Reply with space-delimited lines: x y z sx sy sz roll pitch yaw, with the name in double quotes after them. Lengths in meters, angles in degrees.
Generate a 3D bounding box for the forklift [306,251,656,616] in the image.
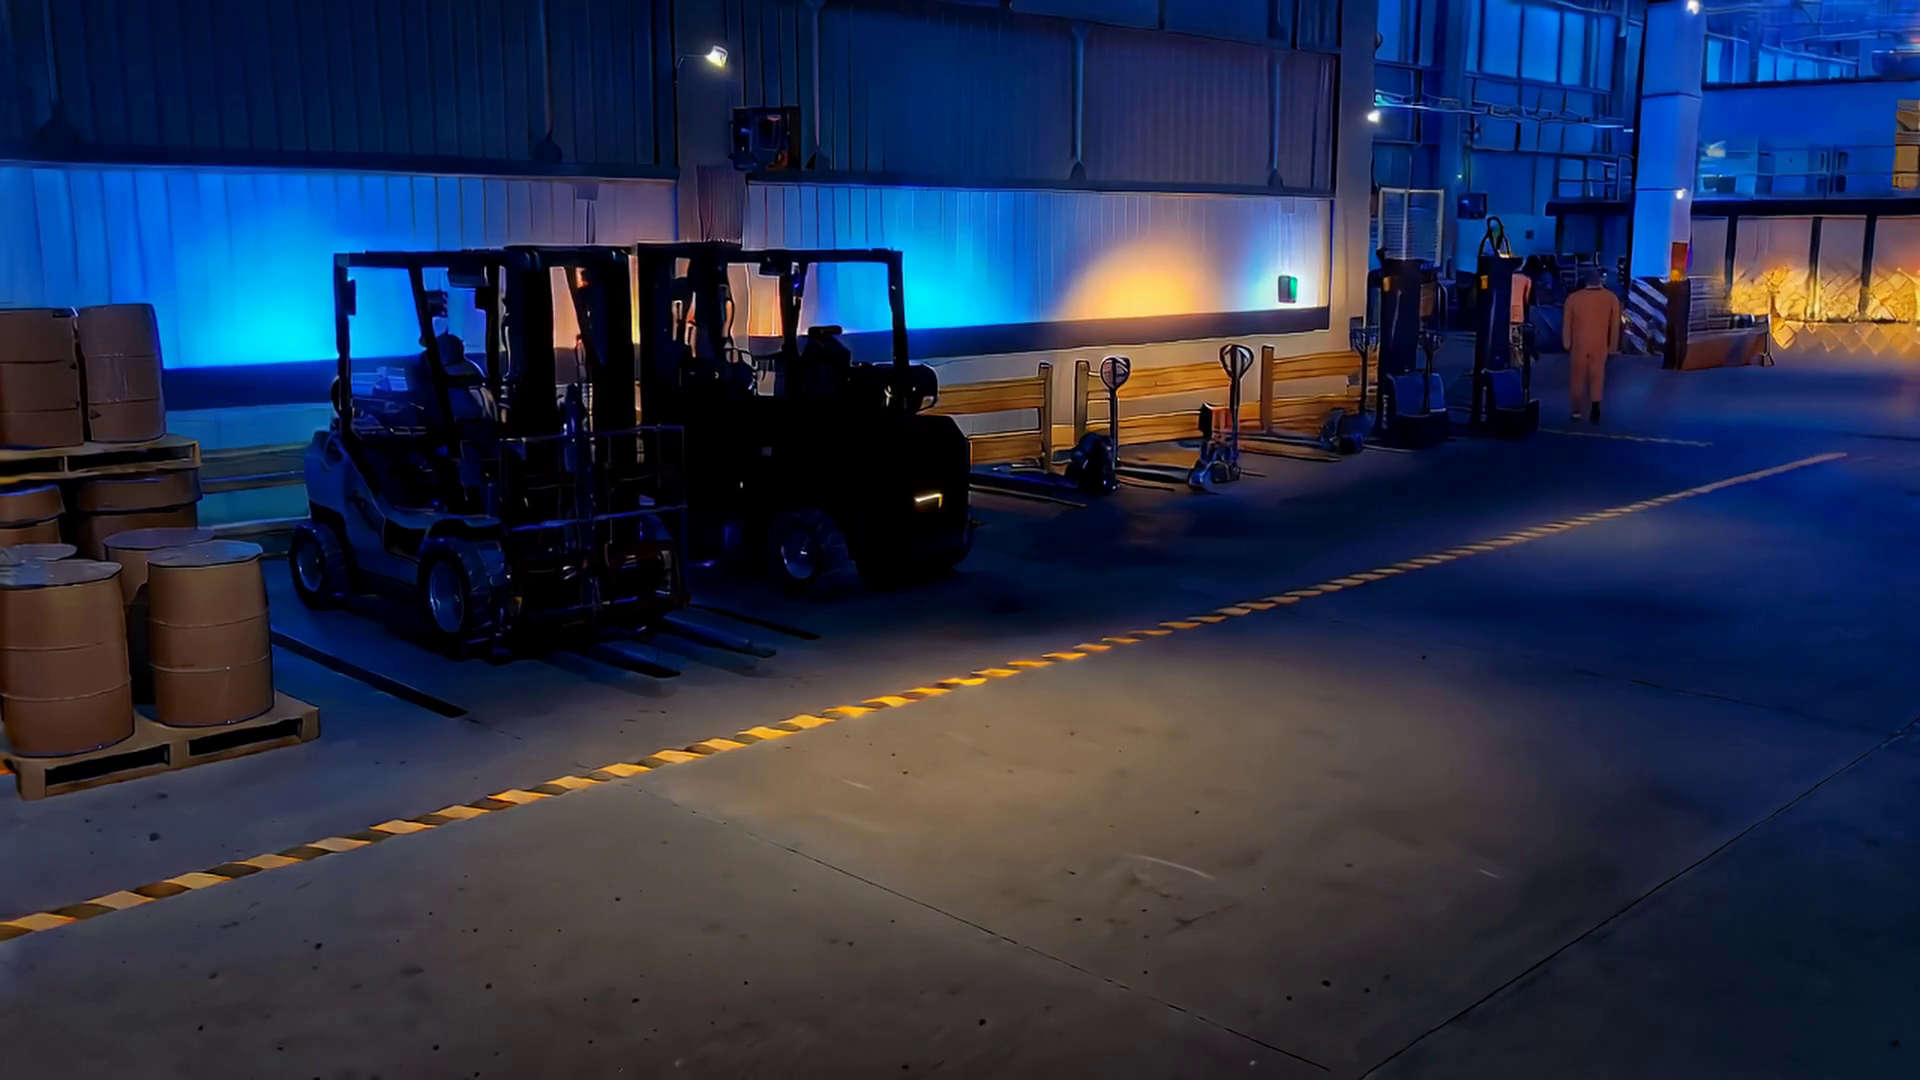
-2.833 -0.669 9.694 1.157 1.987 2.680 -10 14 -44 "forklift"

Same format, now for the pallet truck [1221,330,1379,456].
3.563 -1.581 17.381 0.653 1.274 1.630 -10 14 -44 "pallet truck"

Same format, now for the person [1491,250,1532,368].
7.900 -3.149 23.960 0.601 2.036 0.417 -3 11 -15 "person"

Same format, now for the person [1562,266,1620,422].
7.640 -2.375 20.165 0.653 1.879 0.888 3 11 16 "person"

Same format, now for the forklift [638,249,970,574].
-1.173 -0.958 11.239 2.680 1.987 1.157 10 14 43 "forklift"

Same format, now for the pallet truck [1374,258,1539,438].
5.704 -2.208 18.901 1.885 1.965 0.823 10 14 43 "pallet truck"

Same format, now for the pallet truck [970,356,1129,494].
0.784 -1.085 14.876 0.680 1.201 1.601 -10 14 -44 "pallet truck"

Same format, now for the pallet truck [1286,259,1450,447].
4.493 -2.078 18.196 0.823 1.965 1.885 -9 14 -40 "pallet truck"

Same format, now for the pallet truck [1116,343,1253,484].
1.962 -1.215 15.415 1.522 1.261 0.704 10 14 43 "pallet truck"
